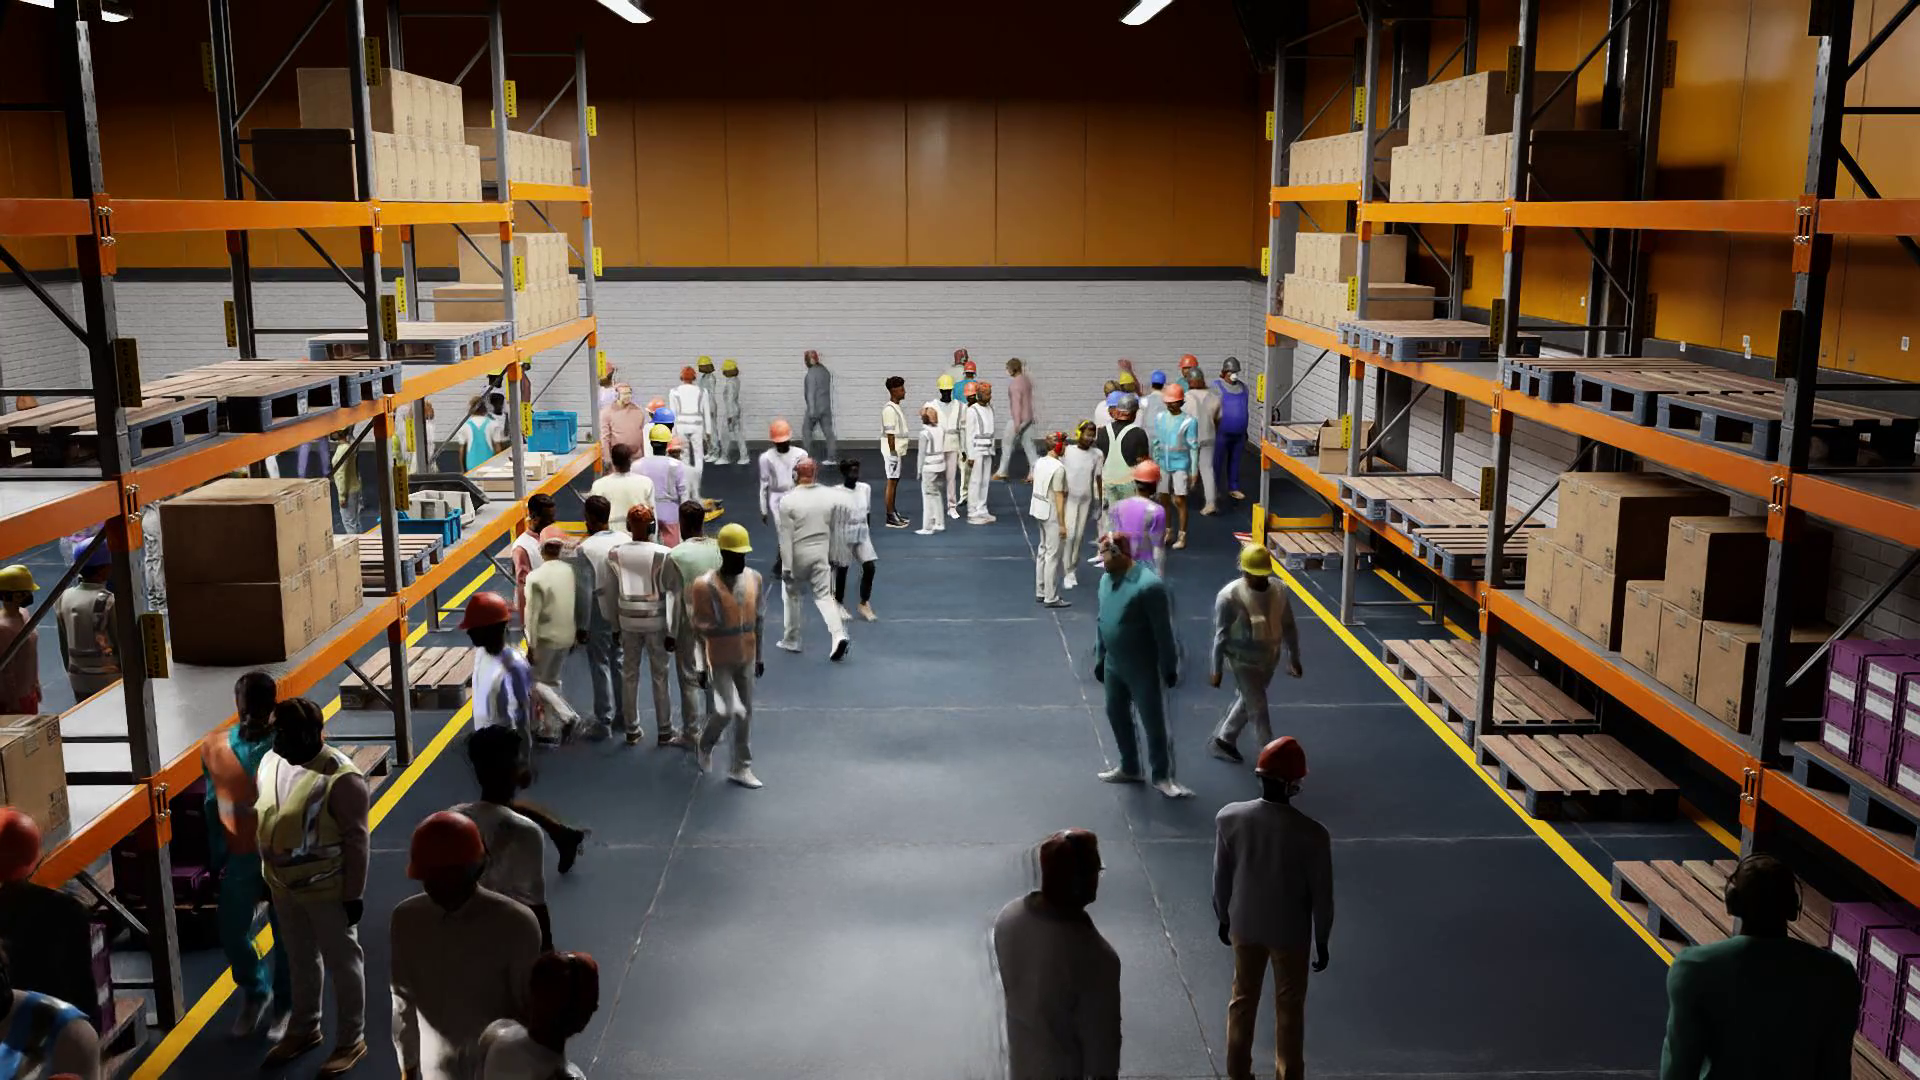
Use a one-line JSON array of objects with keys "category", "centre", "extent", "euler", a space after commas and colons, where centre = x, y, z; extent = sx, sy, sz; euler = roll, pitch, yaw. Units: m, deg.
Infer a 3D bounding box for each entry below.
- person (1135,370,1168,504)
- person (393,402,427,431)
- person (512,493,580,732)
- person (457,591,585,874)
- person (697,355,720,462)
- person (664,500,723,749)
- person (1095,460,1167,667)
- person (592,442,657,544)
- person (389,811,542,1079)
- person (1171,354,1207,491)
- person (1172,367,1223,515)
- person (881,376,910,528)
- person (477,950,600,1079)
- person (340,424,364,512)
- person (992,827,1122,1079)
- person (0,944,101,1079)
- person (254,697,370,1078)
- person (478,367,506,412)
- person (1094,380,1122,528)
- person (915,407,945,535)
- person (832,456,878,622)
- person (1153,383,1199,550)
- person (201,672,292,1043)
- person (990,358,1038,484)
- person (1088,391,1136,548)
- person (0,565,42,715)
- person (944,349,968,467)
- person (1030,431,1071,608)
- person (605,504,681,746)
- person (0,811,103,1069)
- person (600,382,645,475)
[{"category": "person", "centre": [2.717, -1.368, 22.844], "extent": [0.644, 1.911, 0.872], "euler": [1, 11, 7]}, {"category": "person", "centre": [-7.452, -1.366, 22.481], "extent": [0.536, 2.000, 0.687], "euler": [5, 12, 24]}, {"category": "person", "centre": [-3.311, 0.567, 13.142], "extent": [0.409, 1.907, 0.597], "euler": [3, 12, 13]}, {"category": "person", "centre": [-2.644, 1.217, 9.884], "extent": [0.829, 1.914, 0.553], "euler": [-8, 14, -37]}, {"category": "person", "centre": [-4.128, -2.145, 27.164], "extent": [0.315, 1.737, 0.487], "euler": [-5, 12, -25]}, {"category": "person", "centre": [-2.002, 0.644, 12.741], "extent": [0.399, 1.908, 0.606], "euler": [8, 14, 35]}, {"category": "person", "centre": [1.571, 0.246, 14.714], "extent": [0.742, 1.914, 0.553], "euler": [-10, 15, -41]}, {"category": "person", "centre": [-3.192, 0.022, 15.896], "extent": [0.596, 1.898, 0.479], "euler": [-4, 12, -19]}, {"category": "person", "centre": [-1.807, 1.932, 6.109], "extent": [0.616, 1.985, 0.413], "euler": [2, 12, 11]}, {"category": "person", "centre": [3.346, -1.720, 24.369], "extent": [0.388, 1.996, 0.612], "euler": [-8, 14, -35]}, {"category": "person", "centre": [3.212, -1.373, 22.518], "extent": [0.725, 2.000, 1.029], "euler": [-3, 12, -14]}, {"category": "person", "centre": [-0.838, -1.152, 21.594], "extent": [0.367, 1.966, 0.607], "euler": [1, 11, 4]}, {"category": "person", "centre": [-1.402, 2.176, 5.211], "extent": [0.633, 1.855, 0.769], "euler": [11, 16, 43]}, {"category": "person", "centre": [-8.355, -1.237, 22.616], "extent": [0.321, 1.737, 0.489], "euler": [-2, 11, -8]}, {"category": "person", "centre": [0.402, 1.968, 6.119], "extent": [0.432, 1.894, 0.670], "euler": [-8, 14, -34]}, {"category": "person", "centre": [-3.123, 2.151, 5.389], "extent": [0.667, 1.822, 0.542], "euler": [0, 11, 1]}, {"category": "person", "centre": [-3.090, 1.638, 7.919], "extent": [0.624, 1.845, 0.430], "euler": [6, 13, 26]}, {"category": "person", "centre": [-6.635, -1.559, 23.751], "extent": [0.383, 1.922, 0.587], "euler": [-10, 15, -41]}, {"category": "person", "centre": [1.938, -1.080, 21.307], "extent": [0.372, 1.940, 0.630], "euler": [-5, 12, -22]}, {"category": "person", "centre": [-0.361, -0.873, 21.047], "extent": [0.329, 1.630, 0.536], "euler": [7, 13, 33]}, {"category": "person", "centre": [-1.041, 0.008, 16.487], "extent": [0.550, 1.675, 0.634], "euler": [-8, 14, -36]}, {"category": "person", "centre": [2.598, -0.886, 20.106], "extent": [0.454, 2.028, 0.625], "euler": [-11, 16, -44]}, {"category": "person", "centre": [-3.416, 1.558, 8.182], "extent": [0.594, 1.899, 0.470], "euler": [0, 11, -2]}, {"category": "person", "centre": [0.792, -1.778, 24.886], "extent": [0.908, 1.898, 0.642], "euler": [6, 13, 27]}, {"category": "person", "centre": [1.862, -0.820, 20.021], "extent": [0.562, 1.932, 0.631], "euler": [-6, 13, -27]}, {"category": "person", "centre": [-6.310, 1.030, 11.199], "extent": [0.352, 1.757, 0.521], "euler": [-3, 12, -13]}, {"category": "person", "centre": [0.025, -2.071, 26.359], "extent": [0.409, 1.909, 0.640], "euler": [-9, 14, -38]}, {"category": "person", "centre": [0.935, -0.214, 17.231], "extent": [0.394, 1.836, 0.560], "euler": [-4, 12, -18]}, {"category": "person", "centre": [-2.413, 0.654, 12.750], "extent": [0.574, 1.883, 0.355], "euler": [1, 11, 7]}, {"category": "person", "centre": [-3.591, 1.903, 6.357], "extent": [0.671, 1.937, 0.986], "euler": [1, 11, 4]}, {"category": "person", "centre": [-4.287, -1.069, 21.330], "extent": [0.643, 1.909, 0.410], "euler": [-9, 14, -38]}]
